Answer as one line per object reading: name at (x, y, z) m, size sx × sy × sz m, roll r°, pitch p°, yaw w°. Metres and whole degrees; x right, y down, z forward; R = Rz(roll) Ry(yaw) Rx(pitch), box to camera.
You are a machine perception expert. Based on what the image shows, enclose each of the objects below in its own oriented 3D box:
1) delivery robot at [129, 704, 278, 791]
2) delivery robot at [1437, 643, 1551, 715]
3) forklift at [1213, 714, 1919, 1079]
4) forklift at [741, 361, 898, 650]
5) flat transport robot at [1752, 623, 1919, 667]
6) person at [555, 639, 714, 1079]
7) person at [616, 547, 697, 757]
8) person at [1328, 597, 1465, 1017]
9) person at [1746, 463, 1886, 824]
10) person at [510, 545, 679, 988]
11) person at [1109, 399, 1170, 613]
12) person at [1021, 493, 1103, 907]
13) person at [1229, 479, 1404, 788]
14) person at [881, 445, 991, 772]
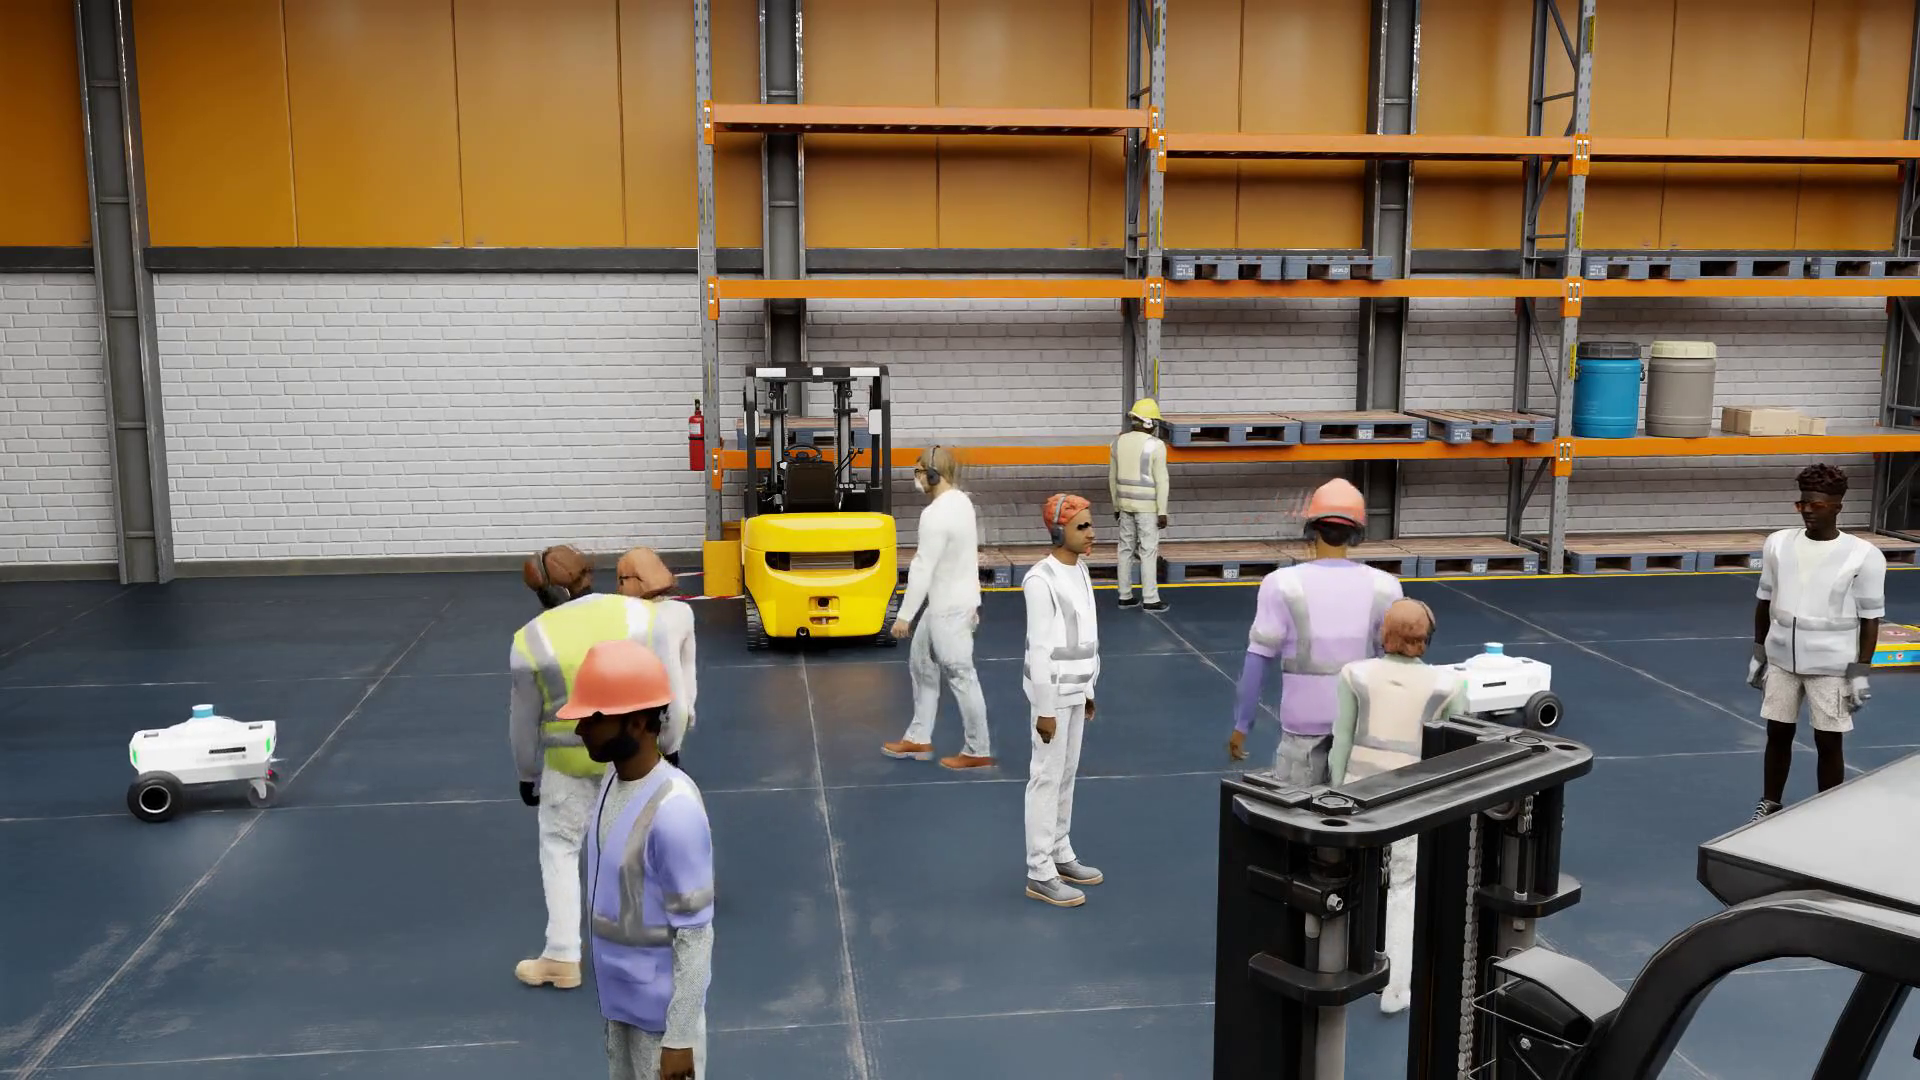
delivery robot at (-4.073, 1.133, 8.983) m, size 0.707 × 0.478 × 0.477 m, roll -3°, pitch 10°, yaw -19°
delivery robot at (3.359, 0.891, 10.488) m, size 0.707 × 0.478 × 0.477 m, roll -3°, pitch 10°, yaw -21°
forklift at (1.441, 1.425, 2.350) m, size 1.214 × 2.155 × 2.313 m, roll -7°, pitch 12°, yaw -39°
forklift at (-1.154, -0.340, 13.365) m, size 1.214 × 2.155 × 2.313 m, roll -1°, pitch 9°, yaw -7°
flat transport robot at (6.717, 0.789, 12.301) m, size 1.431 × 0.197 × 0.652 m, roll -1°, pitch 9°, yaw -9°
person at (-0.863, 1.215, 4.463) m, size 0.373 × 1.934 × 0.551 m, roll -5°, pitch 11°, yaw -30°
person at (-1.391, 0.840, 7.825) m, size 0.547 × 1.619 × 0.516 m, roll 8°, pitch 12°, yaw 41°
person at (1.754, 1.032, 6.697) m, size 0.521 × 1.587 × 0.794 m, roll 3°, pitch 10°, yaw 19°
person at (4.210, 0.594, 8.240) m, size 0.369 × 1.967 × 0.601 m, roll -7°, pitch 11°, yaw -37°
person at (-1.497, 0.911, 6.799) m, size 0.704 × 1.808 × 0.431 m, roll -3°, pitch 10°, yaw -18°
person at (1.547, -0.291, 14.215) m, size 0.404 × 1.824 × 0.591 m, roll -9°, pitch 13°, yaw -44°
person at (0.478, 0.724, 7.696) m, size 0.355 × 1.883 × 0.573 m, roll 4°, pitch 10°, yaw 23°
person at (1.497, 0.759, 7.063) m, size 0.717 × 2.033 × 0.428 m, roll -1°, pitch 9°, yaw -7°
person at (-0.184, 0.407, 9.622) m, size 0.833 × 1.905 × 0.628 m, roll 2°, pitch 9°, yaw 10°
